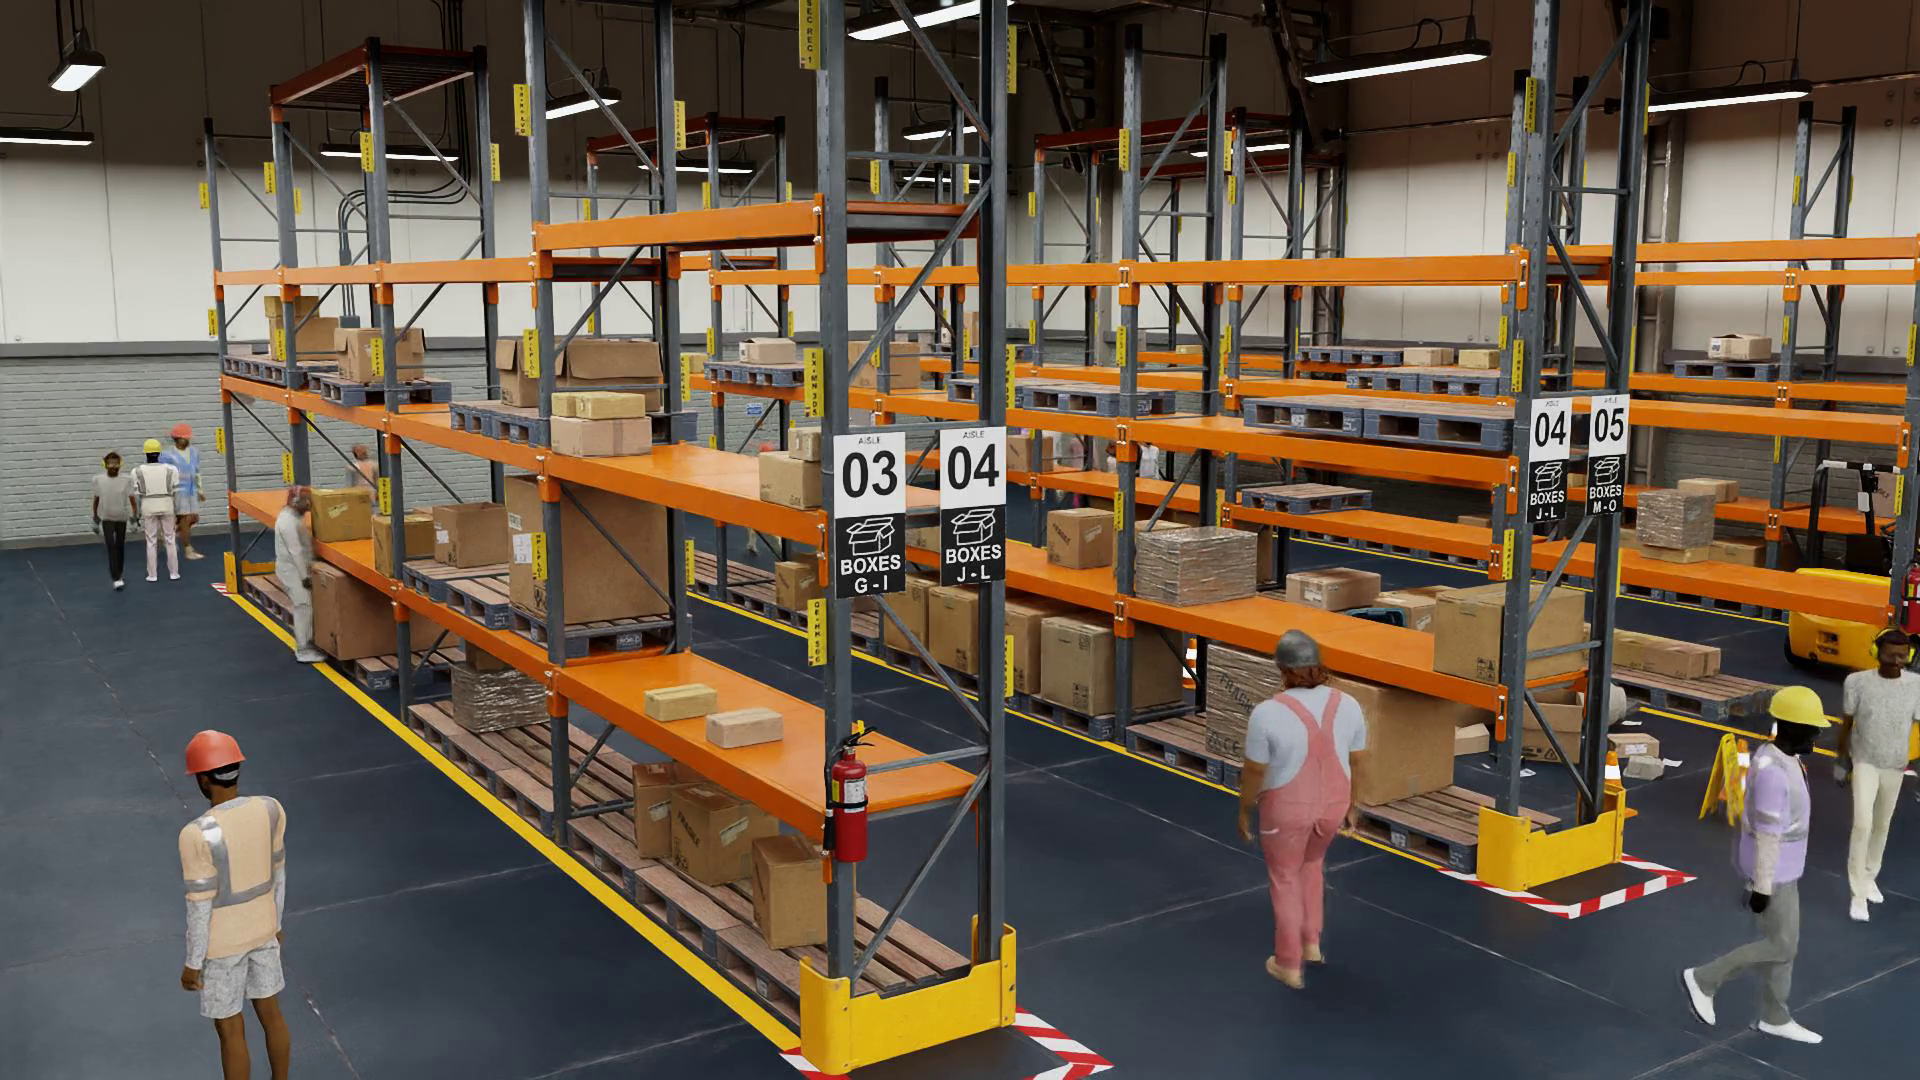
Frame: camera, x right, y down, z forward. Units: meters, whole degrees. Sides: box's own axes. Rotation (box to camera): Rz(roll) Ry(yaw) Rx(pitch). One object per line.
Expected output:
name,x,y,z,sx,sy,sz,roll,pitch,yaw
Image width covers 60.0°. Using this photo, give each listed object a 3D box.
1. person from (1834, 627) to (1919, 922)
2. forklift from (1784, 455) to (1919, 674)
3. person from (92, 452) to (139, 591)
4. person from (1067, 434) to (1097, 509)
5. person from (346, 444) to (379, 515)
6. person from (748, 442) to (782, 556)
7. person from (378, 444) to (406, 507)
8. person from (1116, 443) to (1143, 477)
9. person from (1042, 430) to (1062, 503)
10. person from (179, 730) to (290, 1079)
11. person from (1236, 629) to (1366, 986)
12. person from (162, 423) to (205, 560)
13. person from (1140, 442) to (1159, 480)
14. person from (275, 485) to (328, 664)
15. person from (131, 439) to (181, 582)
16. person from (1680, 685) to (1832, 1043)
person,5.790,1.457,10.409,0.497,1.824,0.884,2,9,15
forklift,9.643,0.253,17.172,2.313,2.155,1.214,-6,10,-33
person,-11.074,-0.251,21.812,0.518,1.809,0.996,-6,10,-33
person,2.128,-1.163,28.189,0.311,1.716,0.742,-8,12,-44
person,-8.911,-0.625,24.875,0.543,1.622,0.532,8,12,42
person,-2.802,-0.575,24.297,0.923,1.704,0.582,7,11,40
person,-7.809,-0.483,22.957,0.373,1.924,0.594,-5,10,-32
person,2.447,-0.766,24.467,0.395,2.040,0.609,5,10,32
person,1.625,-1.517,30.495,0.569,1.726,0.703,-2,9,-14
person,-3.346,1.817,7.639,0.374,1.928,0.543,4,9,24
person,1.891,1.482,9.493,0.703,2.000,0.635,-3,9,-16
person,-11.332,-0.707,24.154,0.672,2.018,0.618,3,9,18
person,2.967,-0.928,26.478,0.523,1.760,0.324,-5,10,-32
person,-6.953,0.361,17.497,0.461,1.883,0.681,-3,9,-21
person,-10.790,-0.394,22.354,0.588,1.930,0.361,-5,10,-30
person,4.187,1.676,8.652,0.591,1.912,0.588,5,10,29
